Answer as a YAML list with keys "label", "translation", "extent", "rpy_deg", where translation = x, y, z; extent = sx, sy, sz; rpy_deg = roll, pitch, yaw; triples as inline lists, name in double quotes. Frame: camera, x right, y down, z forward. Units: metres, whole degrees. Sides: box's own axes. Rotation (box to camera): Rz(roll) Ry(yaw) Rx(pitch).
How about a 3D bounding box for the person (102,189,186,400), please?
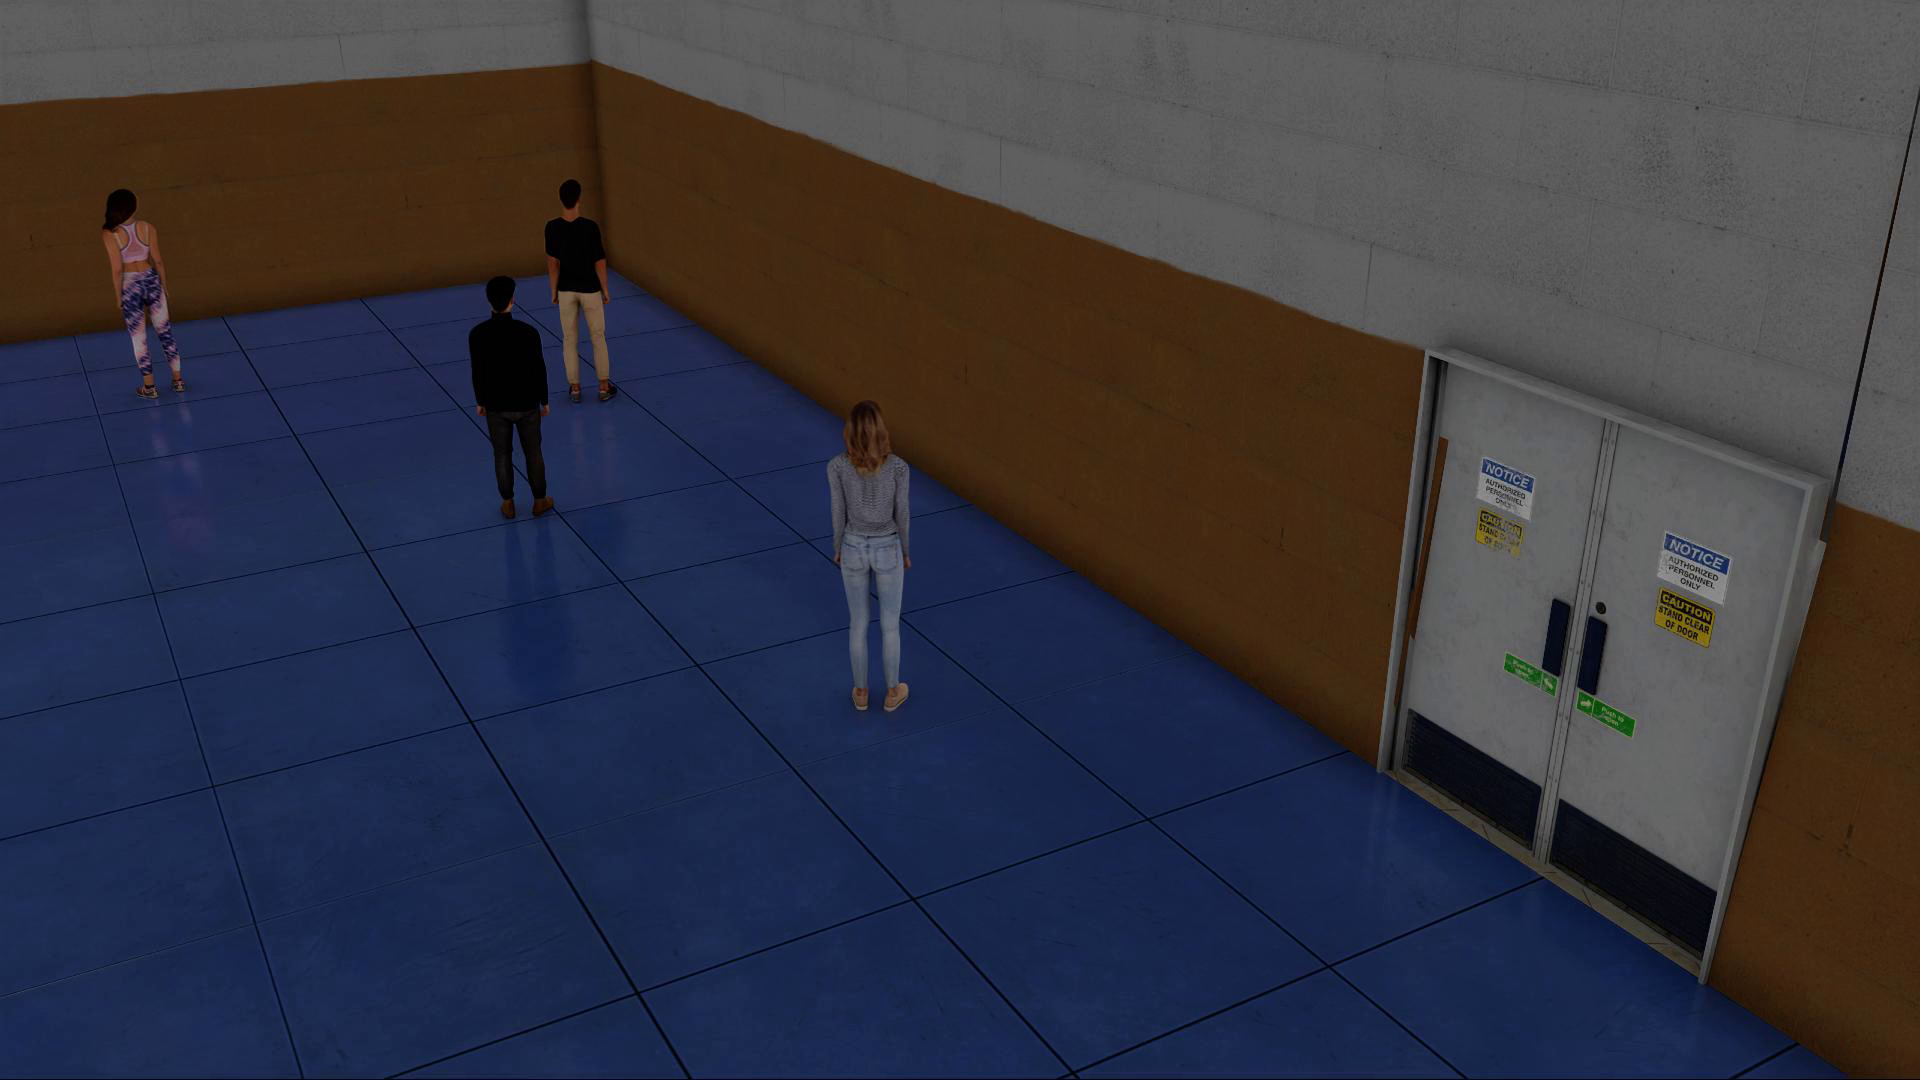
- label: "person"
  translation: [-6.914, -2.086, 14.042]
  extent: [0.706, 1.767, 0.549]
  rpy_deg: [21, 31, 40]

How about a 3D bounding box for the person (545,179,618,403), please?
- label: "person"
  translation: [-3.171, -2.074, 13.867]
  extent: [0.627, 1.860, 0.768]
  rpy_deg: [-1, 24, -3]

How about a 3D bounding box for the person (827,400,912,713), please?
- label: "person"
  translation: [-0.479, 0.092, 9.028]
  extent: [0.628, 1.796, 0.725]
  rpy_deg: [2, 24, 5]

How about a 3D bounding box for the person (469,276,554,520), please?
- label: "person"
  translation: [-3.130, -0.992, 11.598]
  extent: [0.605, 1.722, 0.778]
  rpy_deg: [-3, 24, -8]
